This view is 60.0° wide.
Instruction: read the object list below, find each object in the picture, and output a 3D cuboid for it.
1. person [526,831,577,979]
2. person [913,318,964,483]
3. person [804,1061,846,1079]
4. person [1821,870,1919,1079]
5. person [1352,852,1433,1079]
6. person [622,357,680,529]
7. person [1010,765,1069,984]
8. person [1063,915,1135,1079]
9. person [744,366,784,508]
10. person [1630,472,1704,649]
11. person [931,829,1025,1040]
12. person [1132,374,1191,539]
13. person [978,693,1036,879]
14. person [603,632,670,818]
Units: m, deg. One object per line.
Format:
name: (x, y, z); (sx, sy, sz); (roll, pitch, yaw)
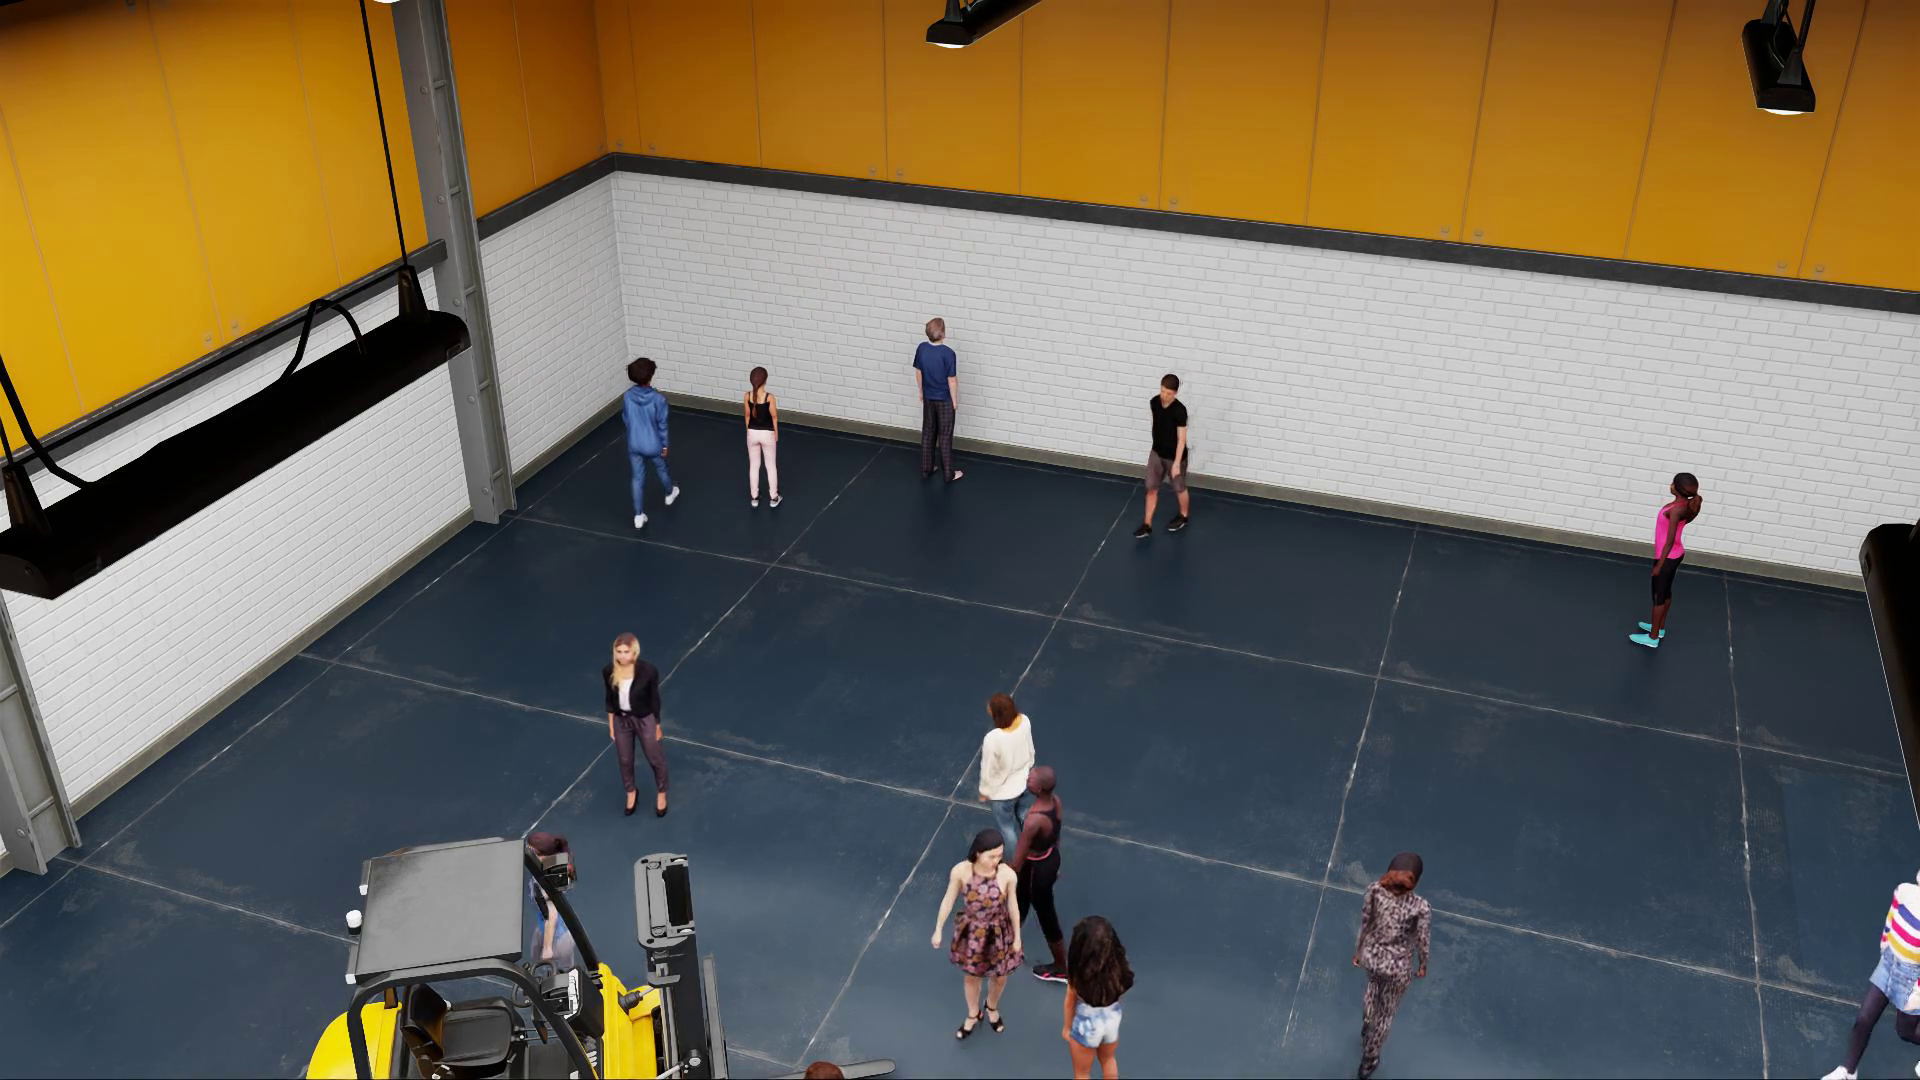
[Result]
person: (-2.569, 2.536, 10.867); (0.754, 1.604, 0.680); (-7, 29, -13)
person: (-0.238, -1.529, 18.040); (0.694, 1.872, 0.604); (16, 32, 26)
person: (-0.682, 3.501, 9.052); (0.716, 1.648, 0.557); (21, 35, 33)
person: (5.967, 2.714, 10.354); (1.102, 1.785, 1.126); (-8, 30, -14)
person: (2.651, 2.707, 10.460); (0.679, 1.694, 0.748); (19, 34, 30)
person: (-3.263, -0.971, 17.123); (0.828, 1.771, 1.184); (5, 29, 9)
person: (0.629, 2.284, 11.188); (0.698, 1.739, 0.917); (11, 30, 19)
person: (0.821, 2.952, 10.088); (0.666, 1.621, 0.732); (-15, 32, -26)
person: (-2.099, -1.097, 17.571); (0.548, 1.563, 0.563); (3, 29, 6)
person: (6.427, 0.164, 15.091); (0.691, 1.724, 0.580); (21, 35, 33)
person: (0.160, 2.545, 10.683); (0.814, 1.766, 0.739); (8, 30, 15)
person: (2.186, -0.902, 16.946); (1.165, 1.818, 0.967); (-21, 35, -33)
person: (0.398, 1.794, 12.175); (0.693, 1.654, 0.867); (-16, 33, -27)
person: (-2.491, 1.427, 12.836); (0.640, 1.667, 0.620); (3, 29, 6)
